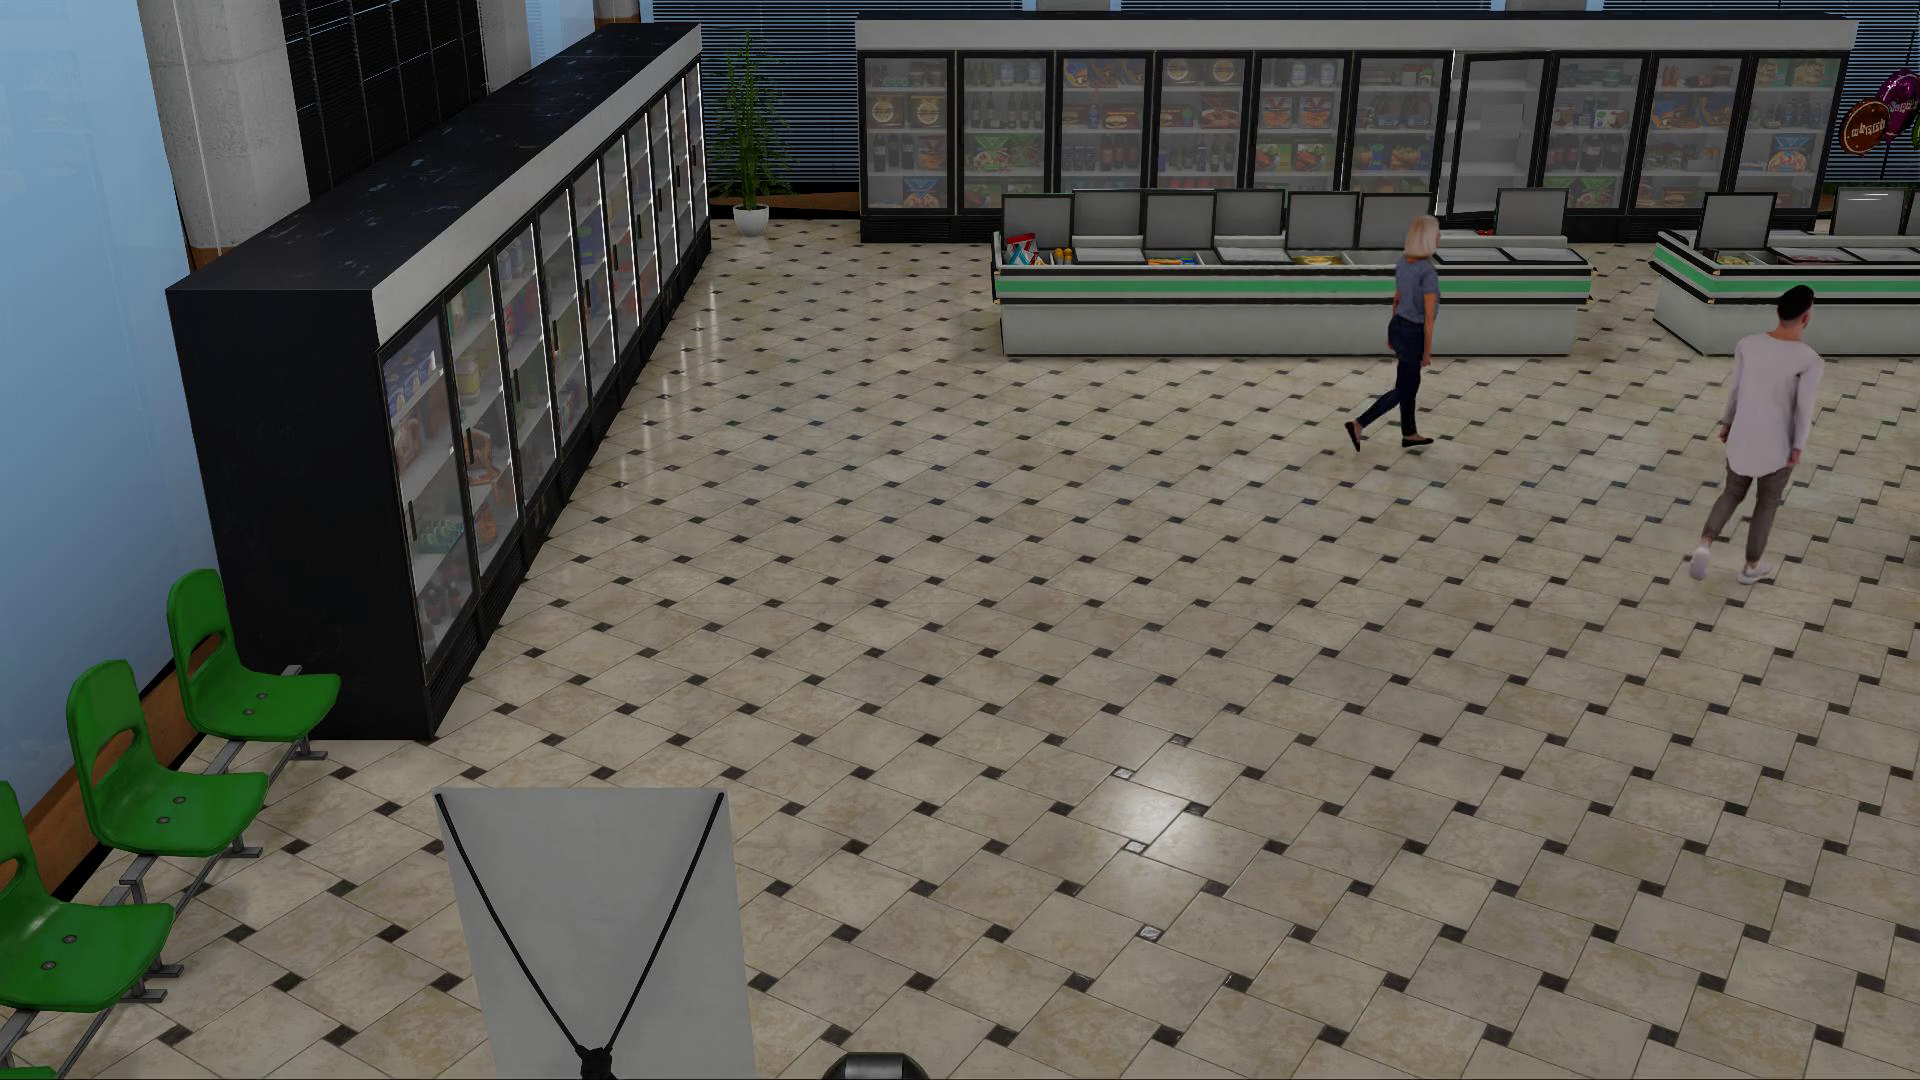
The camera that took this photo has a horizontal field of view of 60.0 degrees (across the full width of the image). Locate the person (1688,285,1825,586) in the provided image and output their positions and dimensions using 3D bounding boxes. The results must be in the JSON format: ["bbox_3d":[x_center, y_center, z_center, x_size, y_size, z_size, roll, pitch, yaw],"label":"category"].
[{"bbox_3d":[4.576,-0.565,9.576,1.090,1.827,1.011,-19,30,-37],"label":"person"}]

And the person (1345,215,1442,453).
[{"bbox_3d":[3.067,-1.402,11.648,1.088,1.700,0.785,-7,25,-16],"label":"person"}]
